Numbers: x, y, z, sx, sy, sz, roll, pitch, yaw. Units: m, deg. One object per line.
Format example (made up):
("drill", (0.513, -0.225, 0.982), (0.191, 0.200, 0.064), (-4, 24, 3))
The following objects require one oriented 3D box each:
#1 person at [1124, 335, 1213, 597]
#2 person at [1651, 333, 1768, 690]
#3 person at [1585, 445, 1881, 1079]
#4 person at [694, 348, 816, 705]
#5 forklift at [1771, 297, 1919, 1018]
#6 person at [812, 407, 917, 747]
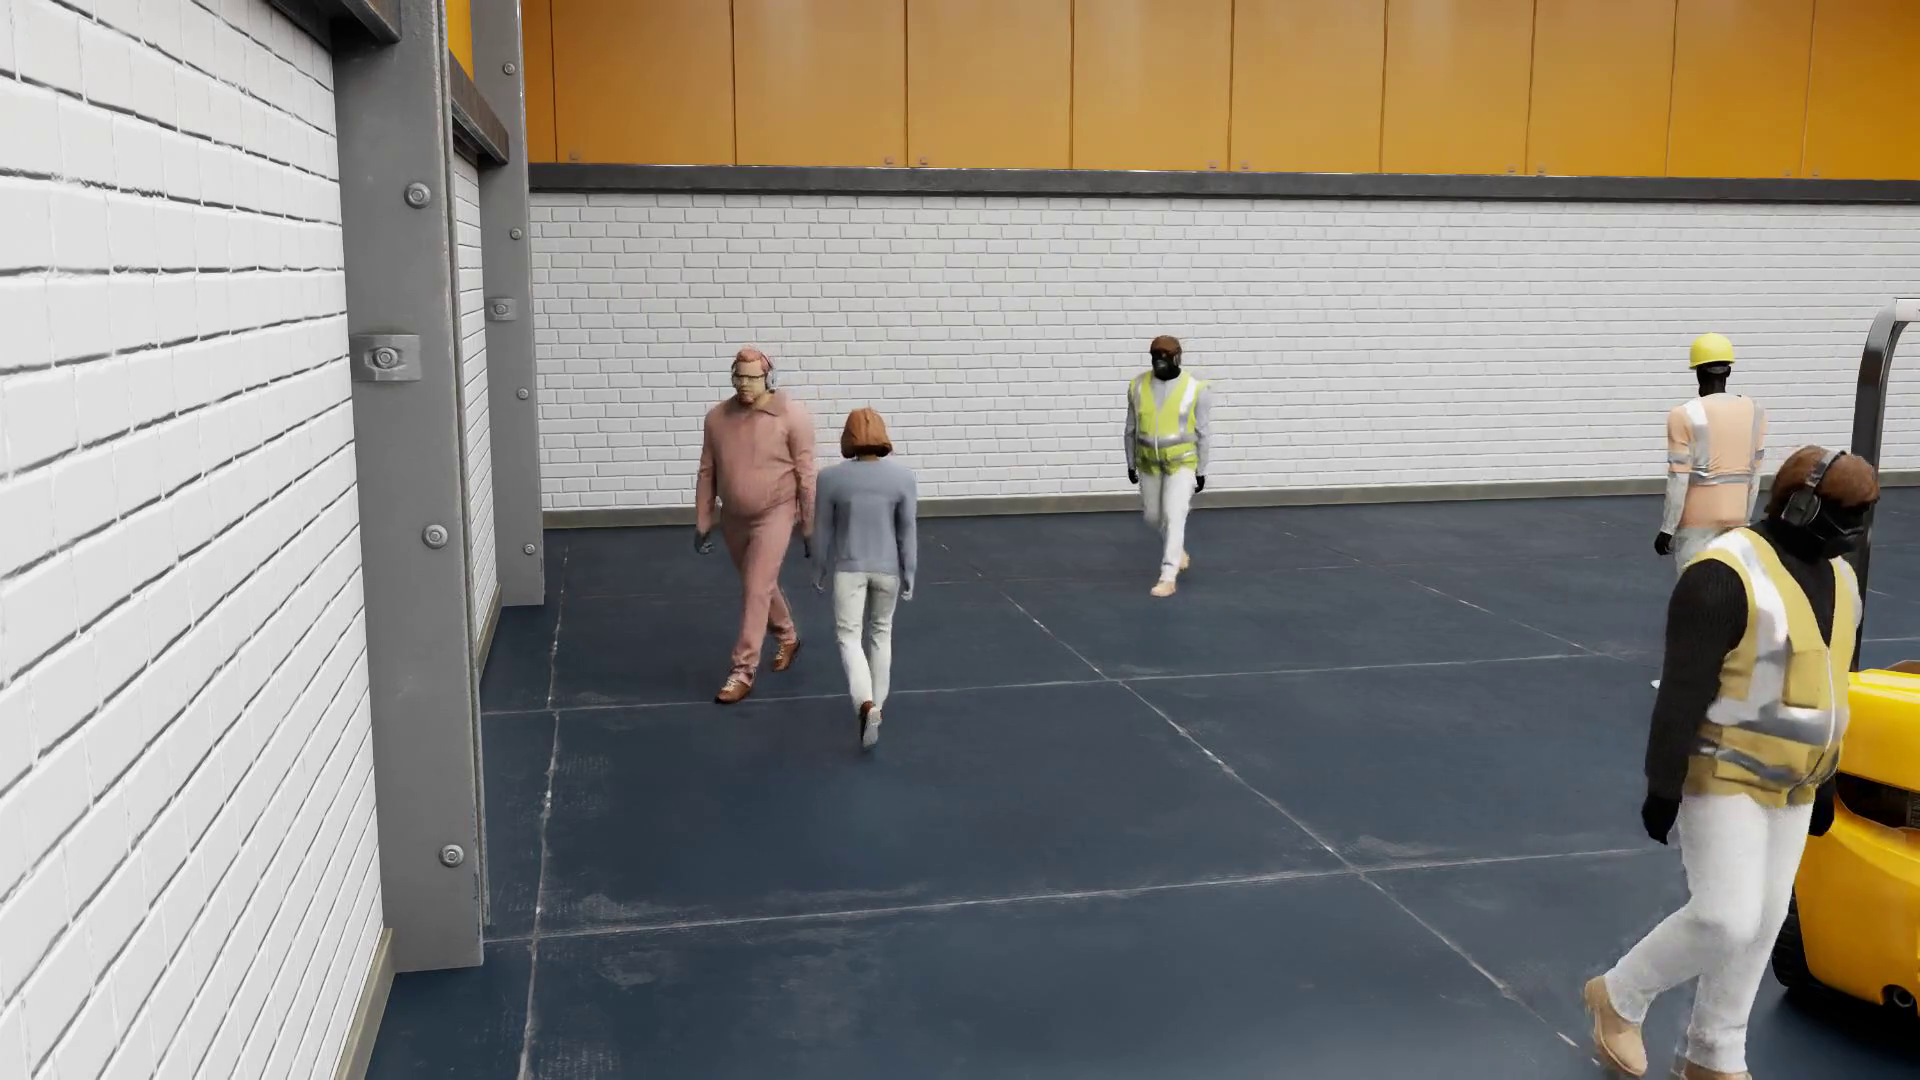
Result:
("person", (1.482, -0.547, 11.716), (0.637, 1.816, 0.772), (5, 10, 27))
("person", (3.940, -0.123, 8.790), (0.585, 1.921, 0.383), (-3, 10, -16))
("person", (2.100, 0.644, 4.471), (0.693, 1.811, 0.507), (-6, 11, -31))
("person", (-1.083, -0.117, 8.989), (0.631, 1.851, 1.035), (4, 10, 25))
("forklift", (3.542, 0.334, 5.177), (2.313, 2.155, 1.214), (-9, 13, -43))
("person", (-0.448, 0.165, 8.012), (0.505, 1.605, 0.752), (-2, 9, -9))
